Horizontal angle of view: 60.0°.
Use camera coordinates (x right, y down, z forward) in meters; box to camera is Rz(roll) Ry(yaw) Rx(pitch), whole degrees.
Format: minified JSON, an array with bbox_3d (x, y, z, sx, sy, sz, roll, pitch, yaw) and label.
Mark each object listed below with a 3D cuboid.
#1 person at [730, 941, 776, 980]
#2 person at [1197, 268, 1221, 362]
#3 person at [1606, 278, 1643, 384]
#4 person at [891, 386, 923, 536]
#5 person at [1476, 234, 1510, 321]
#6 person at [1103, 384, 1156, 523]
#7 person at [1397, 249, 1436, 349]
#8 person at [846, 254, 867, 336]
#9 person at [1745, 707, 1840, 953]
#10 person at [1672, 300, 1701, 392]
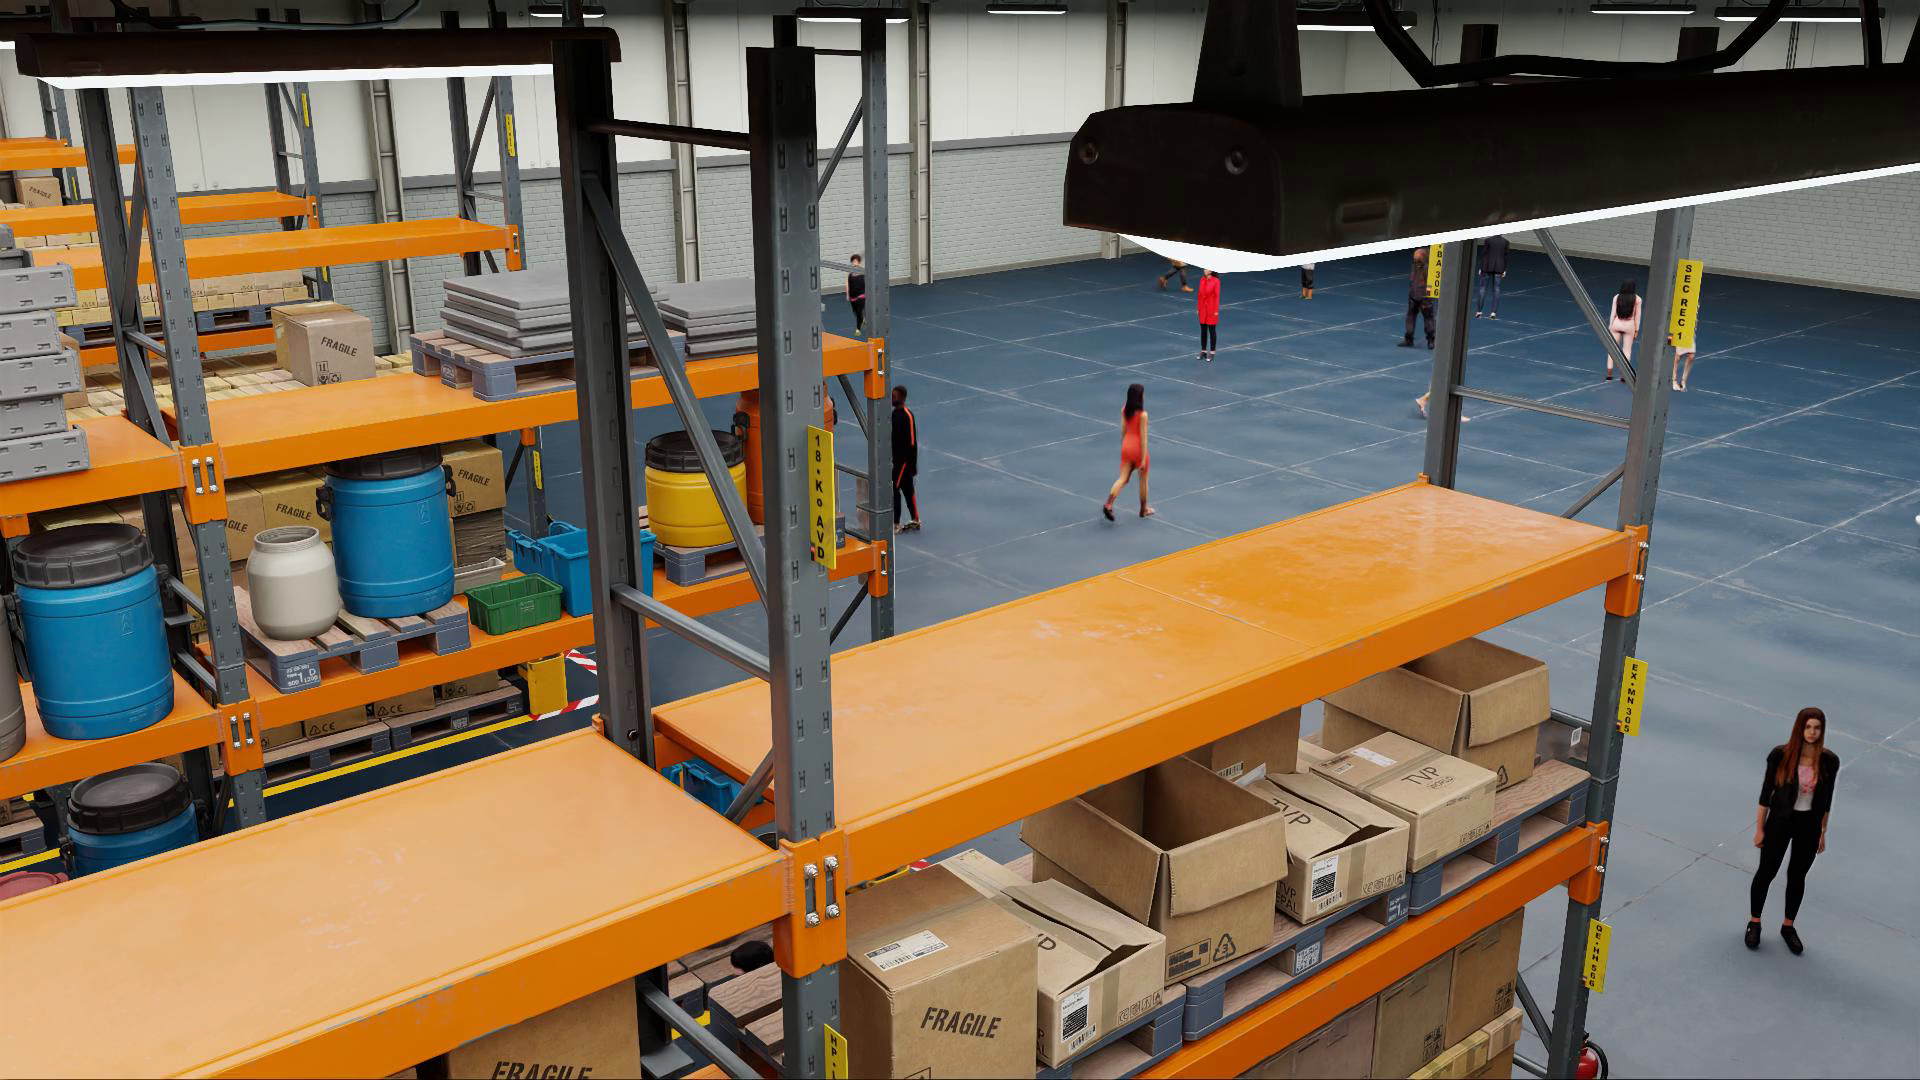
[{"bbox_3d":[-0.847,2.776,8.182,0.917,1.837,1.274,11,21,30],"label":"person"},{"bbox_3d":[4.366,-4.028,29.221,0.619,1.748,0.623,-17,24,-41],"label":"person"},{"bbox_3d":[11.010,-3.482,27.592,0.675,1.718,0.630,10,21,29],"label":"person"},{"bbox_3d":[-0.588,-0.955,19.720,0.898,1.787,0.756,-7,19,-22],"label":"person"},{"bbox_3d":[9.540,-4.872,29.935,0.824,1.782,0.783,3,18,9],"label":"person"},{"bbox_3d":[2.038,-1.025,20.091,1.089,1.691,0.631,-17,25,-42],"label":"person"},{"bbox_3d":[8.459,-4.385,30.253,0.918,1.787,0.784,-13,22,-35],"label":"person"},{"bbox_3d":[-1.901,-4.656,31.528,0.914,1.513,1.054,4,18,13],"label":"person"},{"bbox_3d":[5.540,1.900,11.074,0.678,1.713,0.708,4,19,13],"label":"person"},{"bbox_3d":[11.684,-3.321,26.935,0.745,1.818,0.807,1,18,2],"label":"person"}]
